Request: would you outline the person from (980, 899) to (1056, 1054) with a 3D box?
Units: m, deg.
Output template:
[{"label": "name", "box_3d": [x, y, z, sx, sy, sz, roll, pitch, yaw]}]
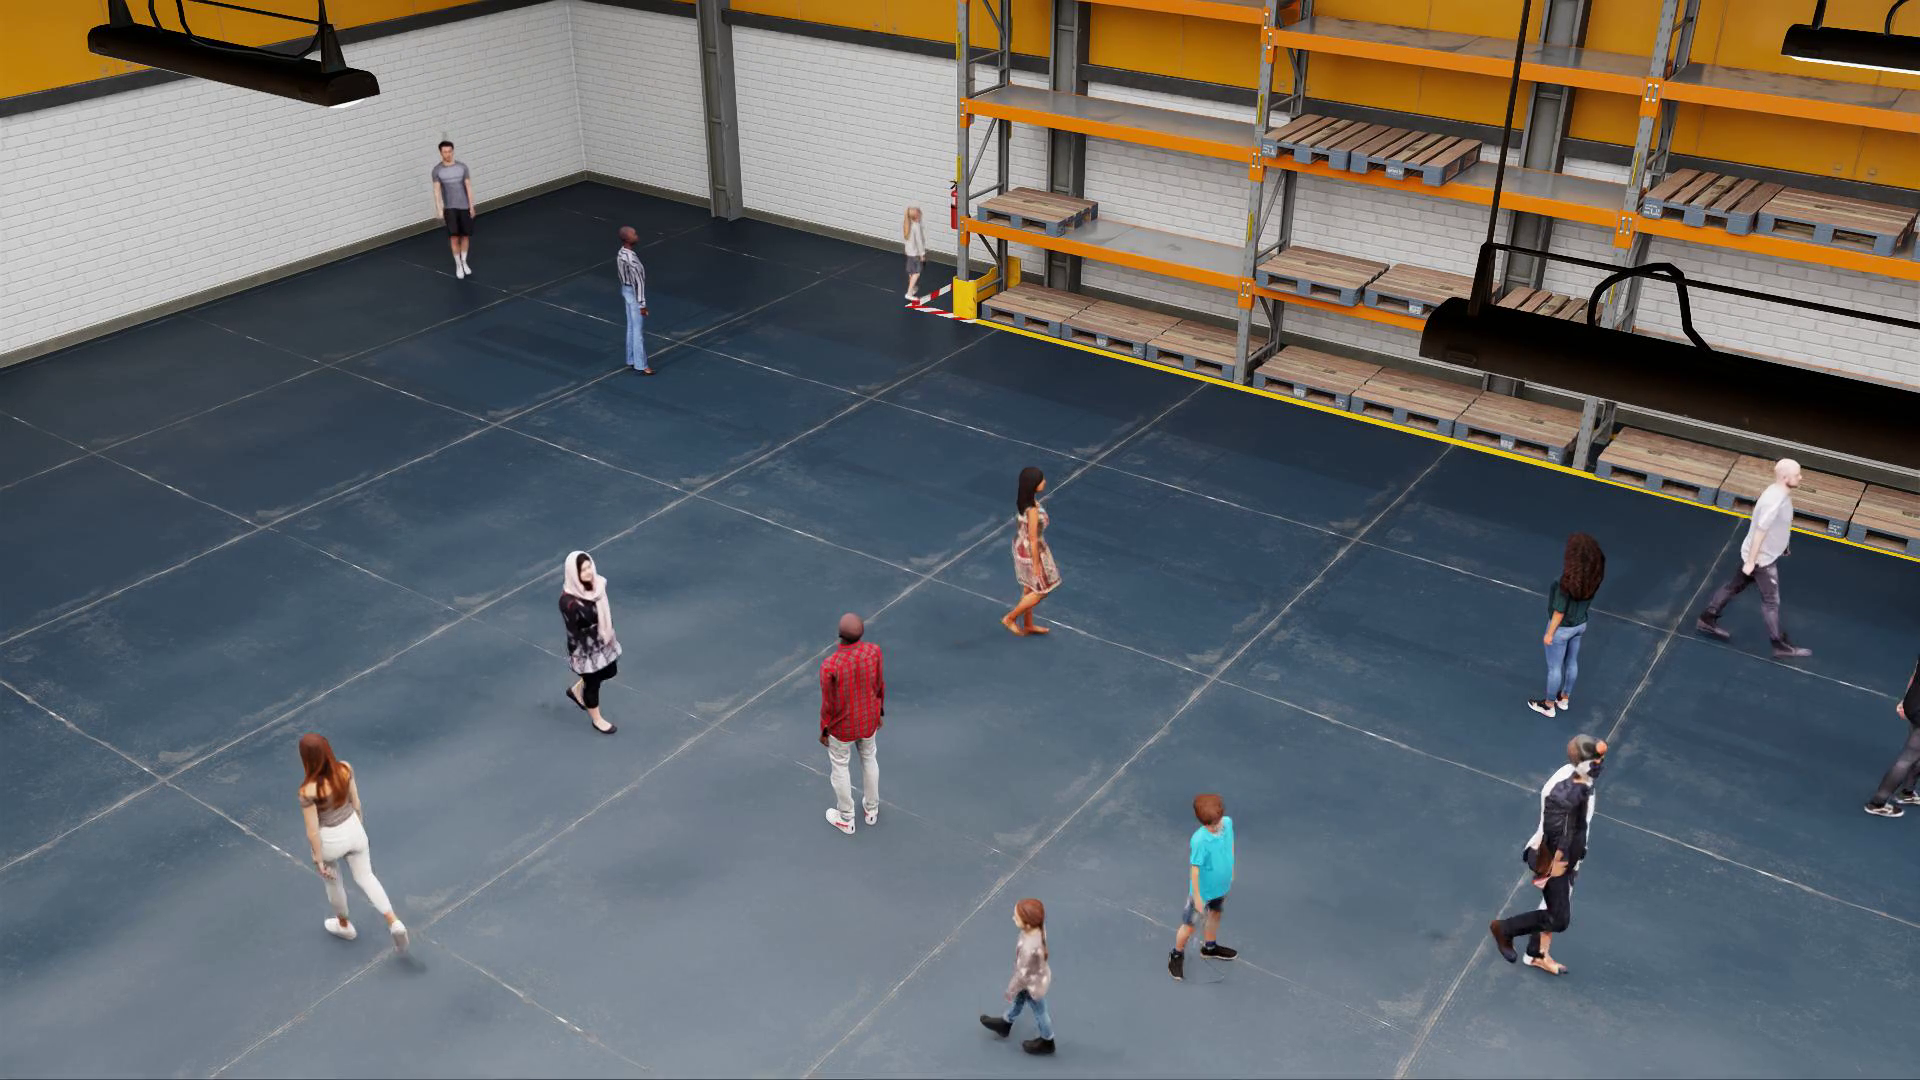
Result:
[{"label": "person", "box_3d": [0.496, 2.680, 10.151, 0.802, 1.176, 0.659, 7, 29, 13]}]

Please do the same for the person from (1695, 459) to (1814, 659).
[{"label": "person", "box_3d": [6.748, 0.126, 14.204, 1.180, 1.780, 0.695, 17, 33, 29]}]

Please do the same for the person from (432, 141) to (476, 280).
[{"label": "person", "box_3d": [-6.881, -4.556, 22.708, 0.816, 1.854, 0.879, -13, 31, -22]}]

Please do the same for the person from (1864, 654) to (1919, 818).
[{"label": "person", "box_3d": [6.947, 1.249, 12.106, 0.911, 1.815, 0.845, 1, 29, 2]}]

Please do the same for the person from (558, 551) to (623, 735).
[{"label": "person", "box_3d": [-2.999, 0.784, 13.155, 0.809, 1.628, 0.700, 12, 31, 21]}]

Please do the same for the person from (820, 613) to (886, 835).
[{"label": "person", "box_3d": [-0.772, 1.300, 12.010, 0.750, 1.819, 0.742, -15, 32, -25]}]

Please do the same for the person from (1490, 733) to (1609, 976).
[{"label": "person", "box_3d": [3.737, 2.003, 10.660, 0.773, 1.877, 0.722, 22, 35, 34]}]

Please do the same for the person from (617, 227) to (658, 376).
[{"label": "person", "box_3d": [-3.846, -2.824, 19.595, 0.754, 1.796, 0.613, -15, 32, -26]}]

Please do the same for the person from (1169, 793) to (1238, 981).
[{"label": "person", "box_3d": [1.641, 2.187, 10.786, 0.616, 1.434, 0.702, 18, 33, 29]}]

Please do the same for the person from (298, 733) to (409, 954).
[{"label": "person", "box_3d": [-3.985, 2.001, 10.850, 1.017, 1.700, 0.617, 20, 34, 32]}]

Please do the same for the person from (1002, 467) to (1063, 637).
[{"label": "person", "box_3d": [0.531, 0.132, 14.340, 0.910, 1.639, 0.850, -5, 29, -9]}]

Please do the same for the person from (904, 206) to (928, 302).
[{"label": "person", "box_3d": [-0.610, -3.829, 21.999, 0.799, 1.258, 0.692, -19, 34, -31]}]

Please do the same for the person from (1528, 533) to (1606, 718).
[{"label": "person", "box_3d": [4.881, 0.679, 13.360, 0.696, 1.616, 0.721, -15, 32, -26]}]
